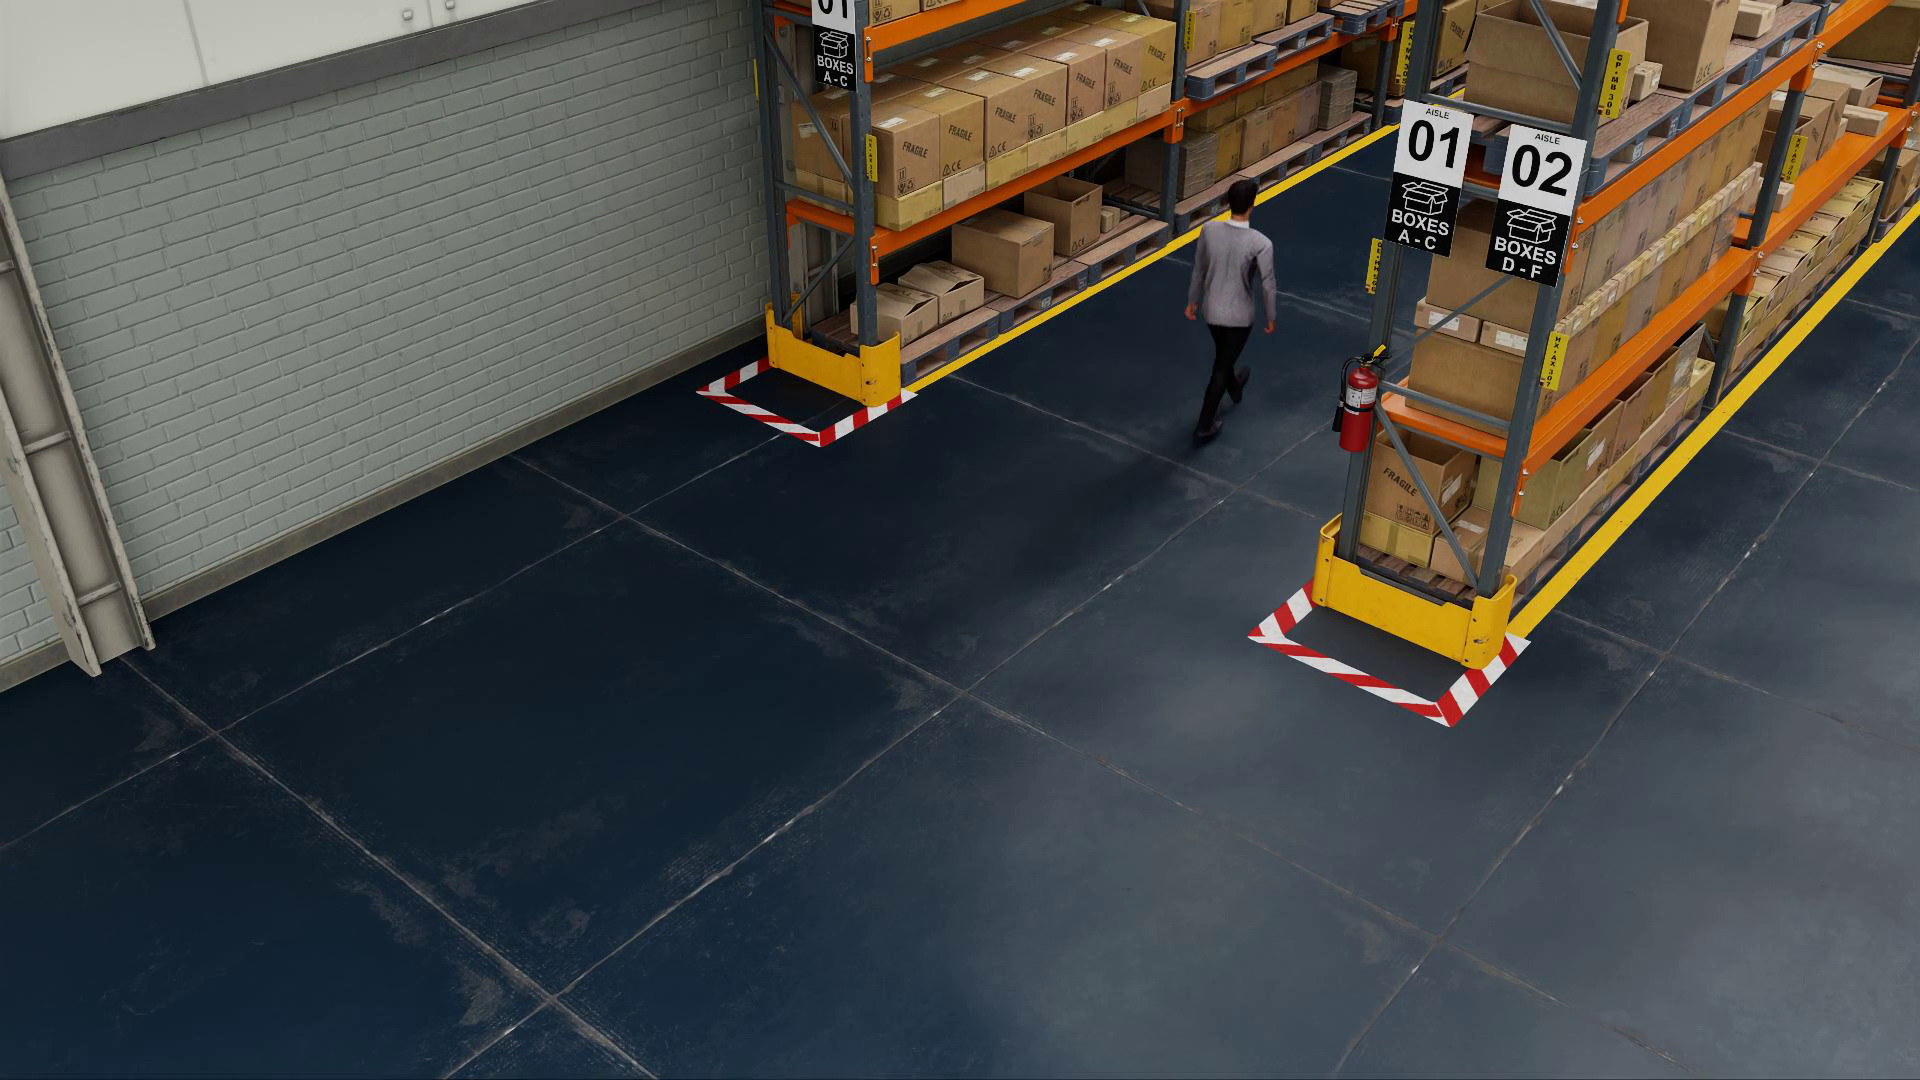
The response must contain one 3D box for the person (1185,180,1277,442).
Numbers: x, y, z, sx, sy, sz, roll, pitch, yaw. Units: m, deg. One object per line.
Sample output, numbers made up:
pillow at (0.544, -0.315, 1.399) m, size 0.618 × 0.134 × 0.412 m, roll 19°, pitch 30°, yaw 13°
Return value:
person at (1.844, -1.571, 11.733) m, size 0.760 × 1.882 × 1.126 m, roll 25°, pitch 40°, yaw 33°
